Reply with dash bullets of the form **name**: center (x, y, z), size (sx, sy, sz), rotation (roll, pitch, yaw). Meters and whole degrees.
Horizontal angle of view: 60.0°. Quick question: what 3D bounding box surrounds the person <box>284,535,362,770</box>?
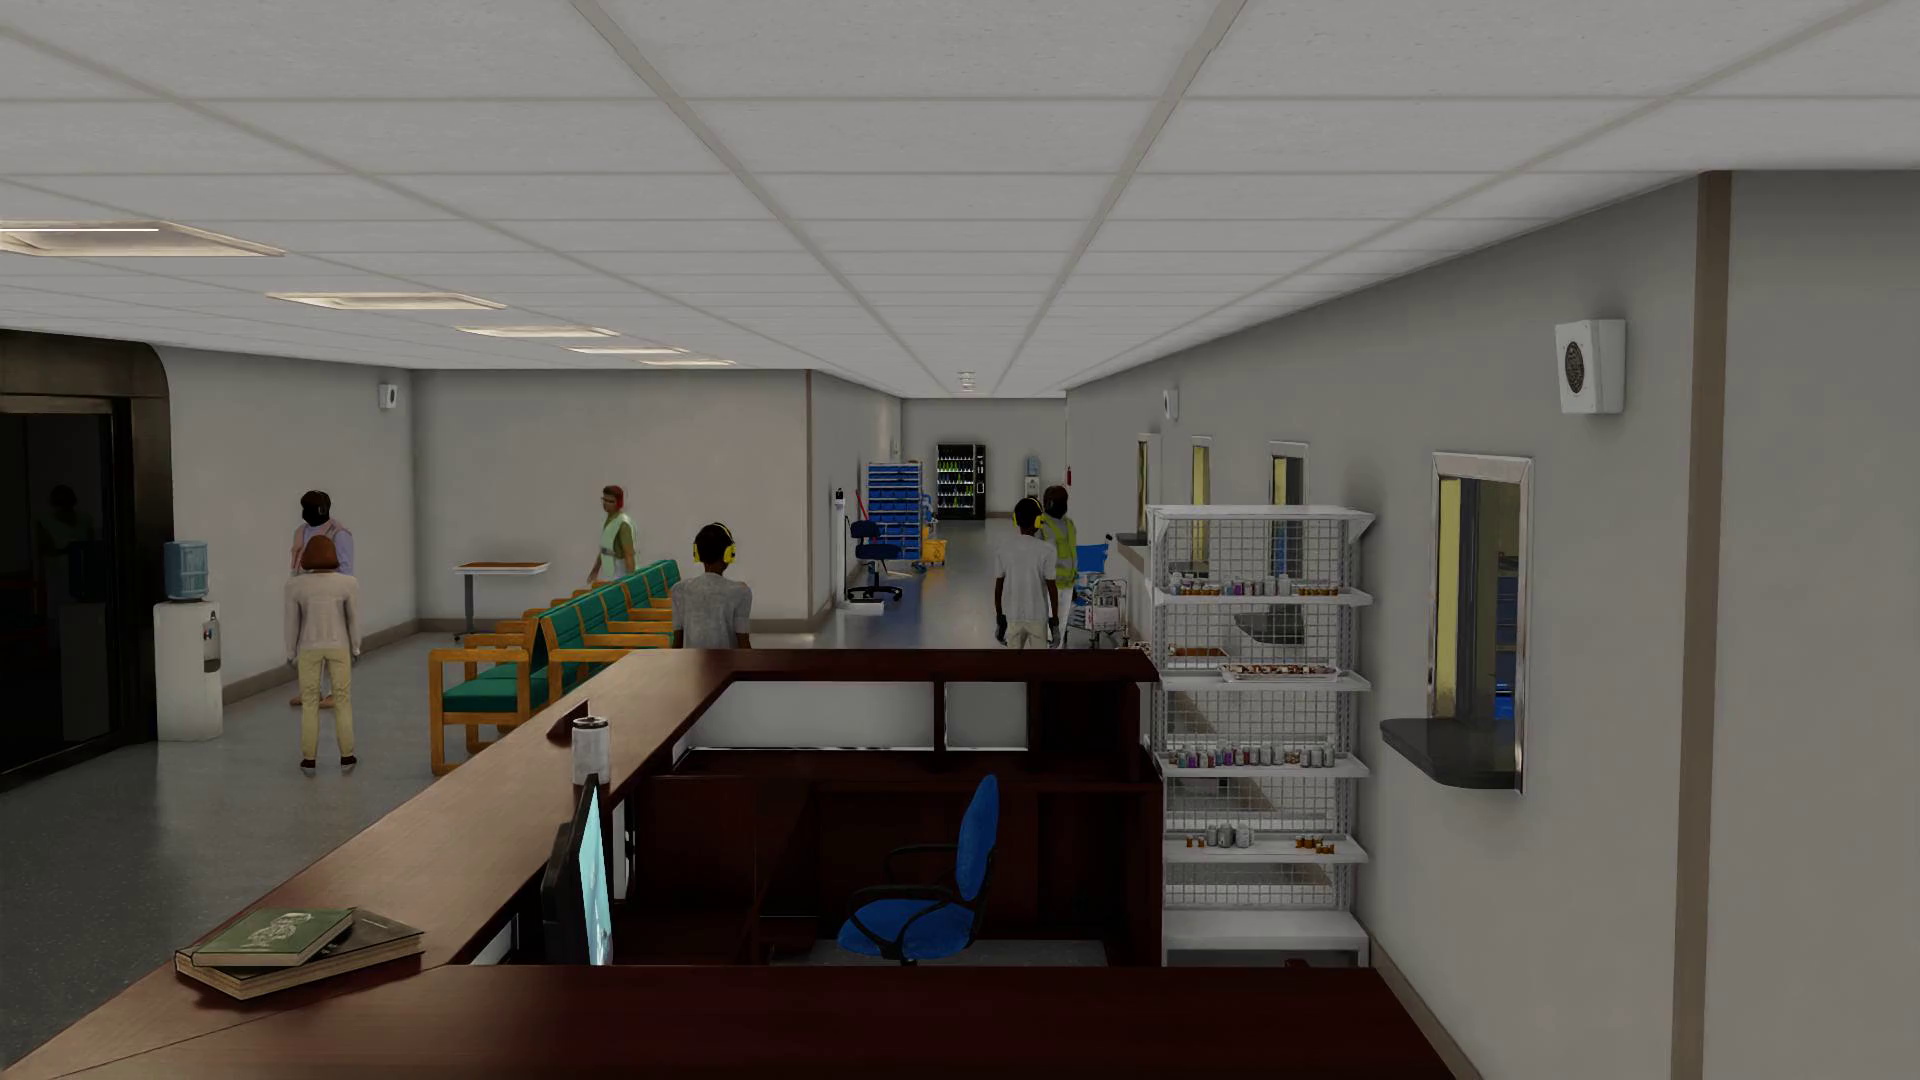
- **person**: center (-4.421, 0.780, 11.557), size (0.502, 1.632, 0.282), rotation (-2, 4, -22)

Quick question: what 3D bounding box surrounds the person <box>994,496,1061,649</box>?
- **person**: center (0.501, 0.614, 12.246), size (0.521, 1.871, 0.325), rotation (2, 4, 22)

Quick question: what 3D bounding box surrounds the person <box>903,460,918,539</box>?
- **person**: center (-0.941, -0.814, 33.842), size (0.307, 1.645, 0.518), rotation (-3, 5, -35)

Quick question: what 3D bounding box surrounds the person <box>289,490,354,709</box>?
- **person**: center (-5.422, 0.499, 14.059), size (0.634, 1.842, 0.429), rotation (2, 5, 28)

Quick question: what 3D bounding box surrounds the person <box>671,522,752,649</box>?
- **person**: center (-1.375, 0.836, 9.255), size (0.506, 1.861, 0.329), rotation (1, 4, 16)

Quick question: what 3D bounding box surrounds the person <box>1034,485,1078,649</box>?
- **person**: center (0.866, 0.415, 15.283), size (0.429, 1.841, 0.633), rotation (3, 5, 40)
